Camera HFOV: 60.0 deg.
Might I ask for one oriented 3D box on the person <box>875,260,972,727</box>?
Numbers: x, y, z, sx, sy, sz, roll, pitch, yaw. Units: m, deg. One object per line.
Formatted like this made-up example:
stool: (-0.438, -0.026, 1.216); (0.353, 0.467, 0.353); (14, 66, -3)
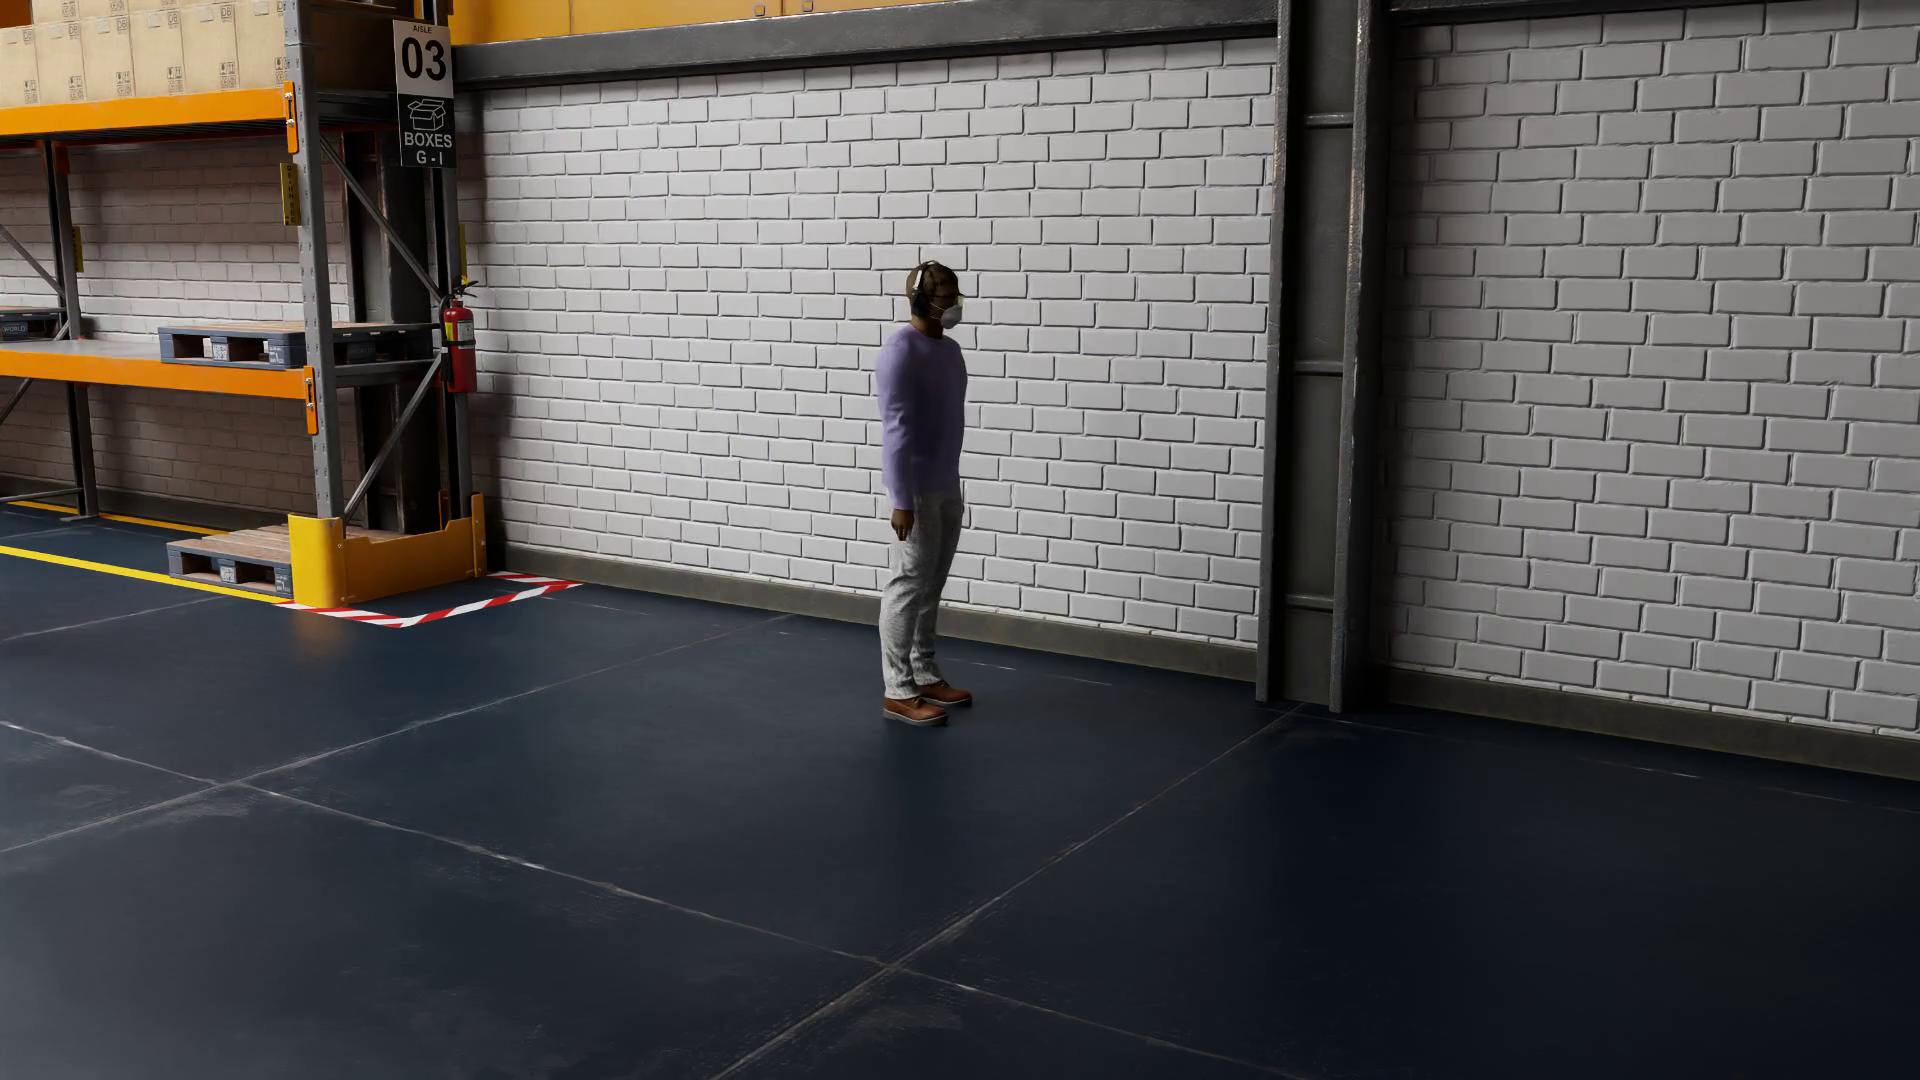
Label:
person: (-0.147, -0.202, 7.030); (0.352, 1.937, 0.635); (4, 11, 21)
